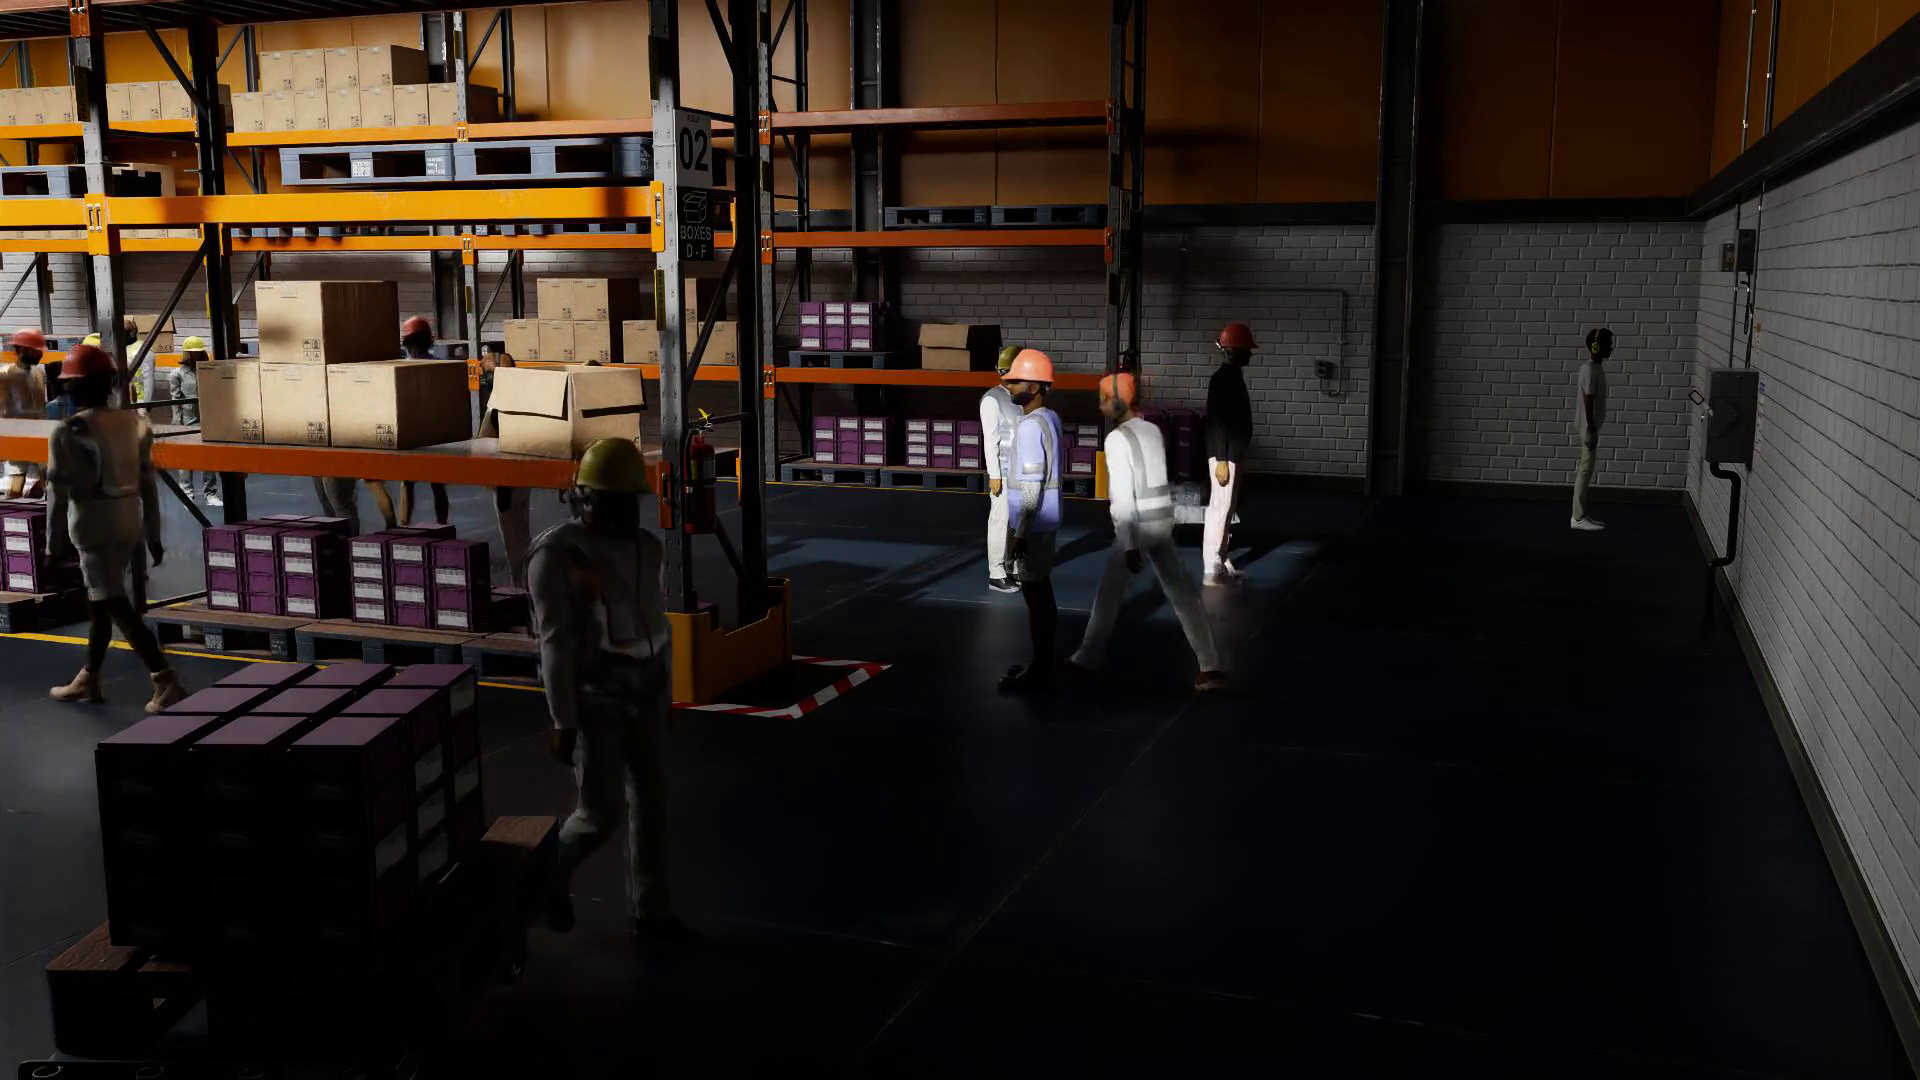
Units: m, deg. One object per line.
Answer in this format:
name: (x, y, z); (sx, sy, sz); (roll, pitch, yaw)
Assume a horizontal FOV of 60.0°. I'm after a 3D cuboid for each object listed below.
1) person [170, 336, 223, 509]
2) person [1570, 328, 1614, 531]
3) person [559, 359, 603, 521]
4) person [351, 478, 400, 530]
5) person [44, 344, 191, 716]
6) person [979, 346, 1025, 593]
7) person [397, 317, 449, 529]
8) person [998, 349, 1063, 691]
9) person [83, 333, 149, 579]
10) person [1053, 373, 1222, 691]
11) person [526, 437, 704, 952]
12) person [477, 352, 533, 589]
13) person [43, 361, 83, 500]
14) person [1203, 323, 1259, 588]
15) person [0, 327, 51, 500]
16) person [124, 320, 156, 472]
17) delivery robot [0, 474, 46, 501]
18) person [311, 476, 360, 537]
person: (-7.717, -1.188, 16.850); (0.294, 1.744, 0.486); (7, 12, 38)
person: (5.881, -1.028, 15.448); (0.313, 1.869, 0.538); (4, 10, 22)
person: (-2.587, -0.395, 11.802); (0.534, 1.765, 0.323); (-1, 9, -8)
person: (-5.268, -0.858, 14.297); (0.960, 1.888, 0.568); (0, 9, -2)
person: (-4.546, -0.048, 8.907); (1.026, 2.003, 0.622); (3, 10, 18)
person: (0.397, -0.534, 12.461); (0.404, 1.833, 0.590); (6, 11, 33)
person: (-4.626, -0.900, 14.240); (0.624, 1.994, 1.019); (-7, 11, -37)
person: (0.406, -0.110, 9.457); (0.344, 1.942, 0.547); (2, 9, 14)
person: (-6.499, -0.624, 12.766); (0.585, 1.917, 0.379); (8, 12, 41)
person: (1.048, -0.037, 9.432); (1.055, 1.822, 0.635); (7, 11, 37)
person: (-1.208, 0.540, 5.764); (0.553, 1.809, 0.608); (6, 11, 33)
person: (-3.144, -0.387, 11.556); (0.430, 1.835, 0.621); (-2, 9, -12)
person: (-7.411, -0.666, 13.858); (0.899, 1.647, 0.538); (2, 9, 11)
person: (2.056, -0.643, 12.635); (0.396, 1.992, 0.619); (4, 10, 21)
person: (-8.175, -0.902, 14.543); (0.497, 1.906, 0.581); (3, 10, 18)
person: (-9.849, -1.699, 19.796); (0.625, 1.837, 0.428); (4, 10, 26)
delivery robot: (-8.800, -0.424, 15.478); (0.707, 0.478, 0.477); (-2, 9, -10)
person: (-4.914, -0.666, 12.960); (0.370, 1.940, 0.630); (-8, 12, -41)
